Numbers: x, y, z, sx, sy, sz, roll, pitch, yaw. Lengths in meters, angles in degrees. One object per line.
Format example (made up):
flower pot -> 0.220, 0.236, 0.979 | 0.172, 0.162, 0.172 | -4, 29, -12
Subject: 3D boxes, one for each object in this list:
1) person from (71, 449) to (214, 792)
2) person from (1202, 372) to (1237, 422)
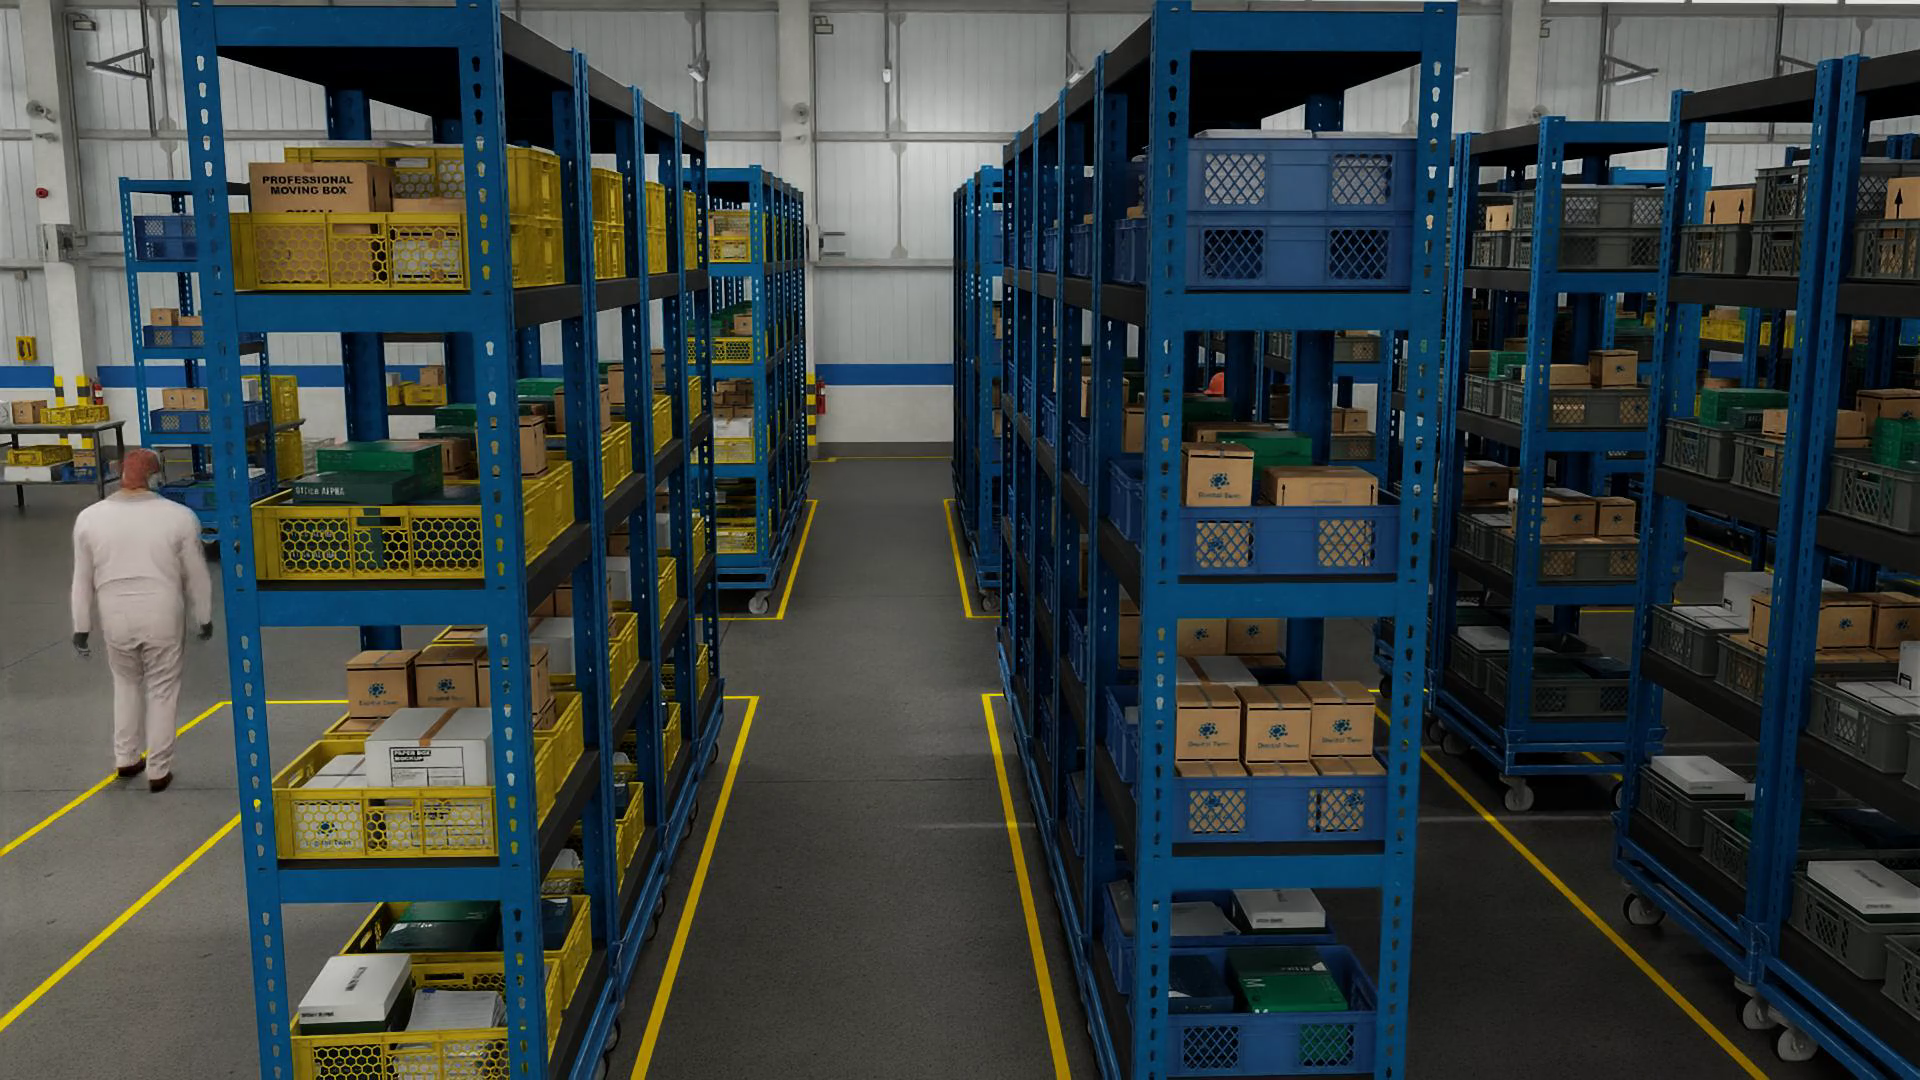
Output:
person -> -4.506, 0.429, 9.229 | 0.703, 1.870, 0.663 | -2, 10, -12
person -> 2.098, -0.337, 13.227 | 0.381, 1.994, 0.622 | 1, 10, 4
